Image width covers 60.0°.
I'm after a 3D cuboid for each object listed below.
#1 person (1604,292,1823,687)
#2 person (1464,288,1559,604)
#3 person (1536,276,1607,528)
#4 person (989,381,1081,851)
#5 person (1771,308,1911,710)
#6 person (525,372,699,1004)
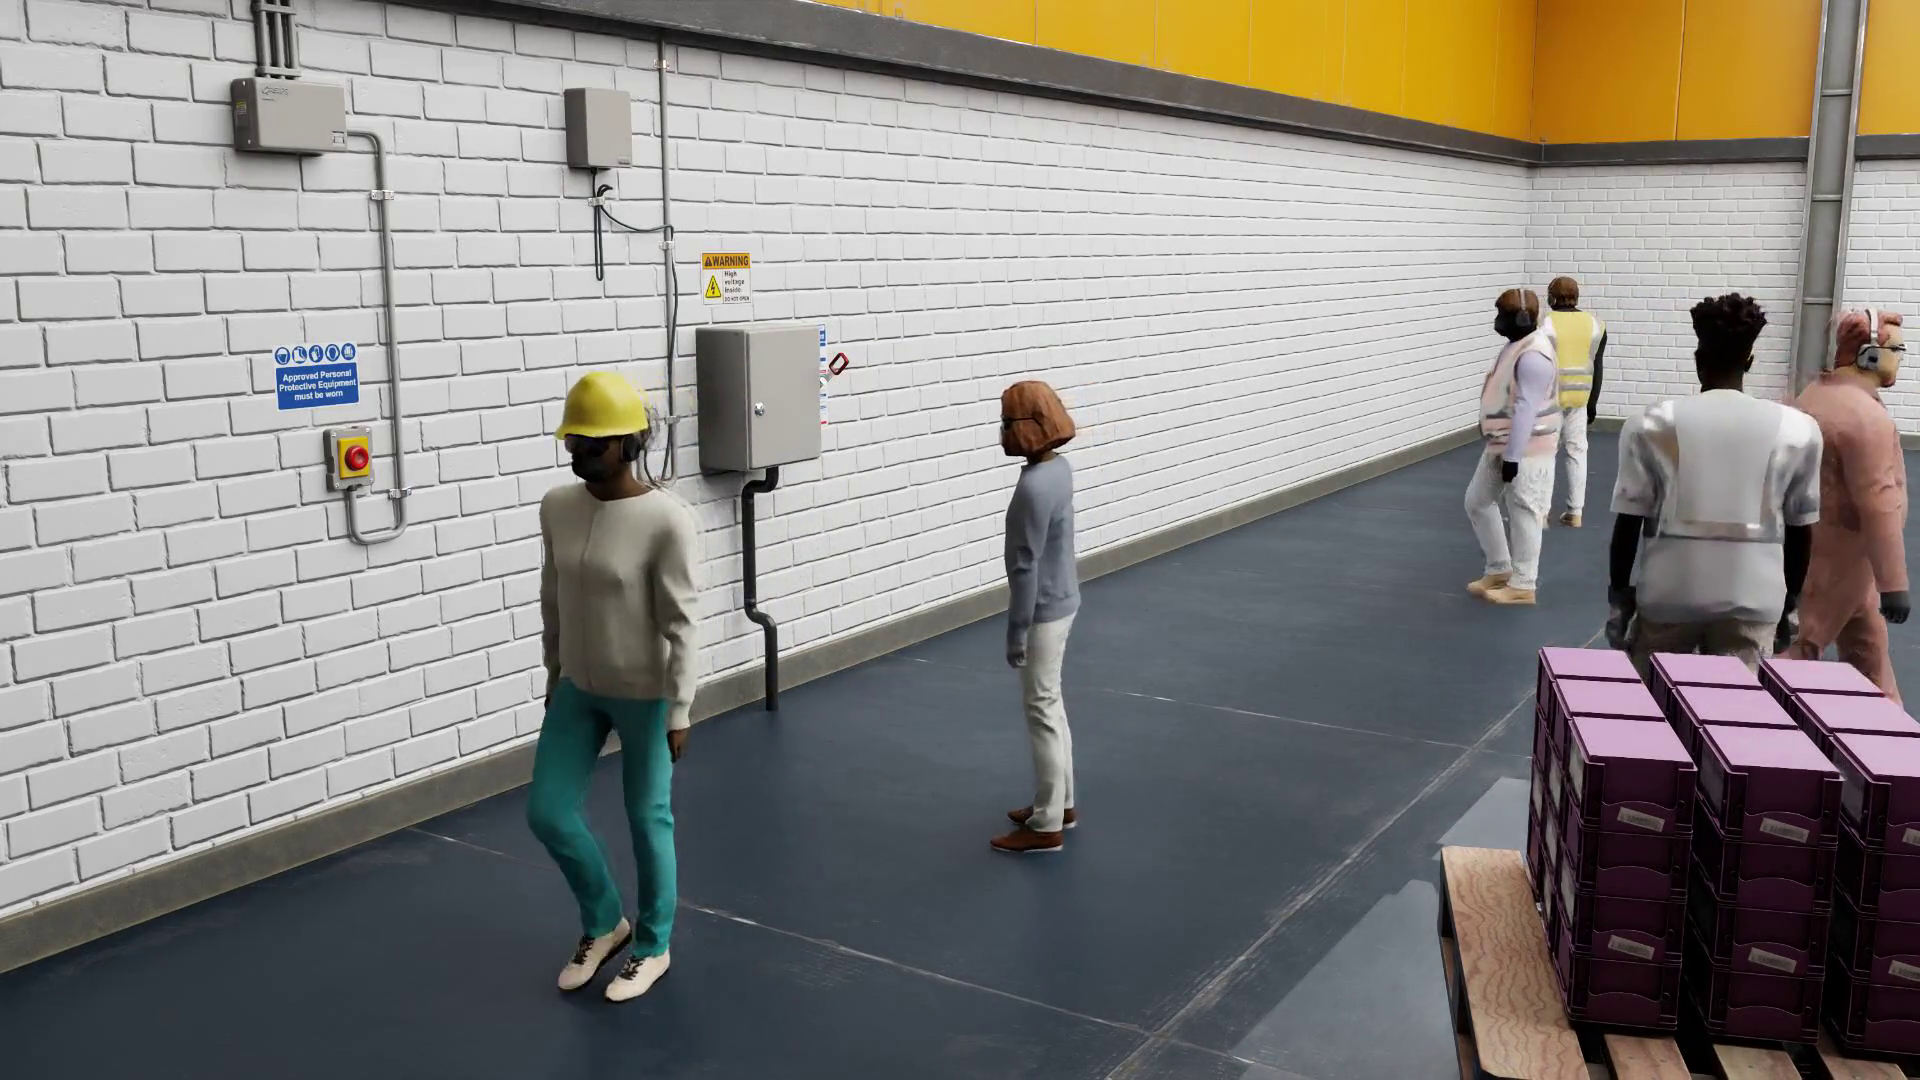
[{"bbox_3d":[2.398,0.185,5.346,0.617,1.932,0.645,4,11,20],"label":"person"},{"bbox_3d":[3.142,-0.526,9.571,0.537,1.825,0.660,1,10,6],"label":"person"},{"bbox_3d":[4.378,-1.003,12.184,0.634,1.839,0.429,-2,10,-10],"label":"person"},{"bbox_3d":[0.260,0.267,5.719,0.299,1.626,0.516,3,11,14],"label":"person"},{"bbox_3d":[3.319,0.066,6.233,1.016,1.853,0.666,2,10,13],"label":"person"},{"bbox_3d":[-0.951,0.419,4.524,0.559,1.749,0.427,5,11,25],"label":"person"}]
